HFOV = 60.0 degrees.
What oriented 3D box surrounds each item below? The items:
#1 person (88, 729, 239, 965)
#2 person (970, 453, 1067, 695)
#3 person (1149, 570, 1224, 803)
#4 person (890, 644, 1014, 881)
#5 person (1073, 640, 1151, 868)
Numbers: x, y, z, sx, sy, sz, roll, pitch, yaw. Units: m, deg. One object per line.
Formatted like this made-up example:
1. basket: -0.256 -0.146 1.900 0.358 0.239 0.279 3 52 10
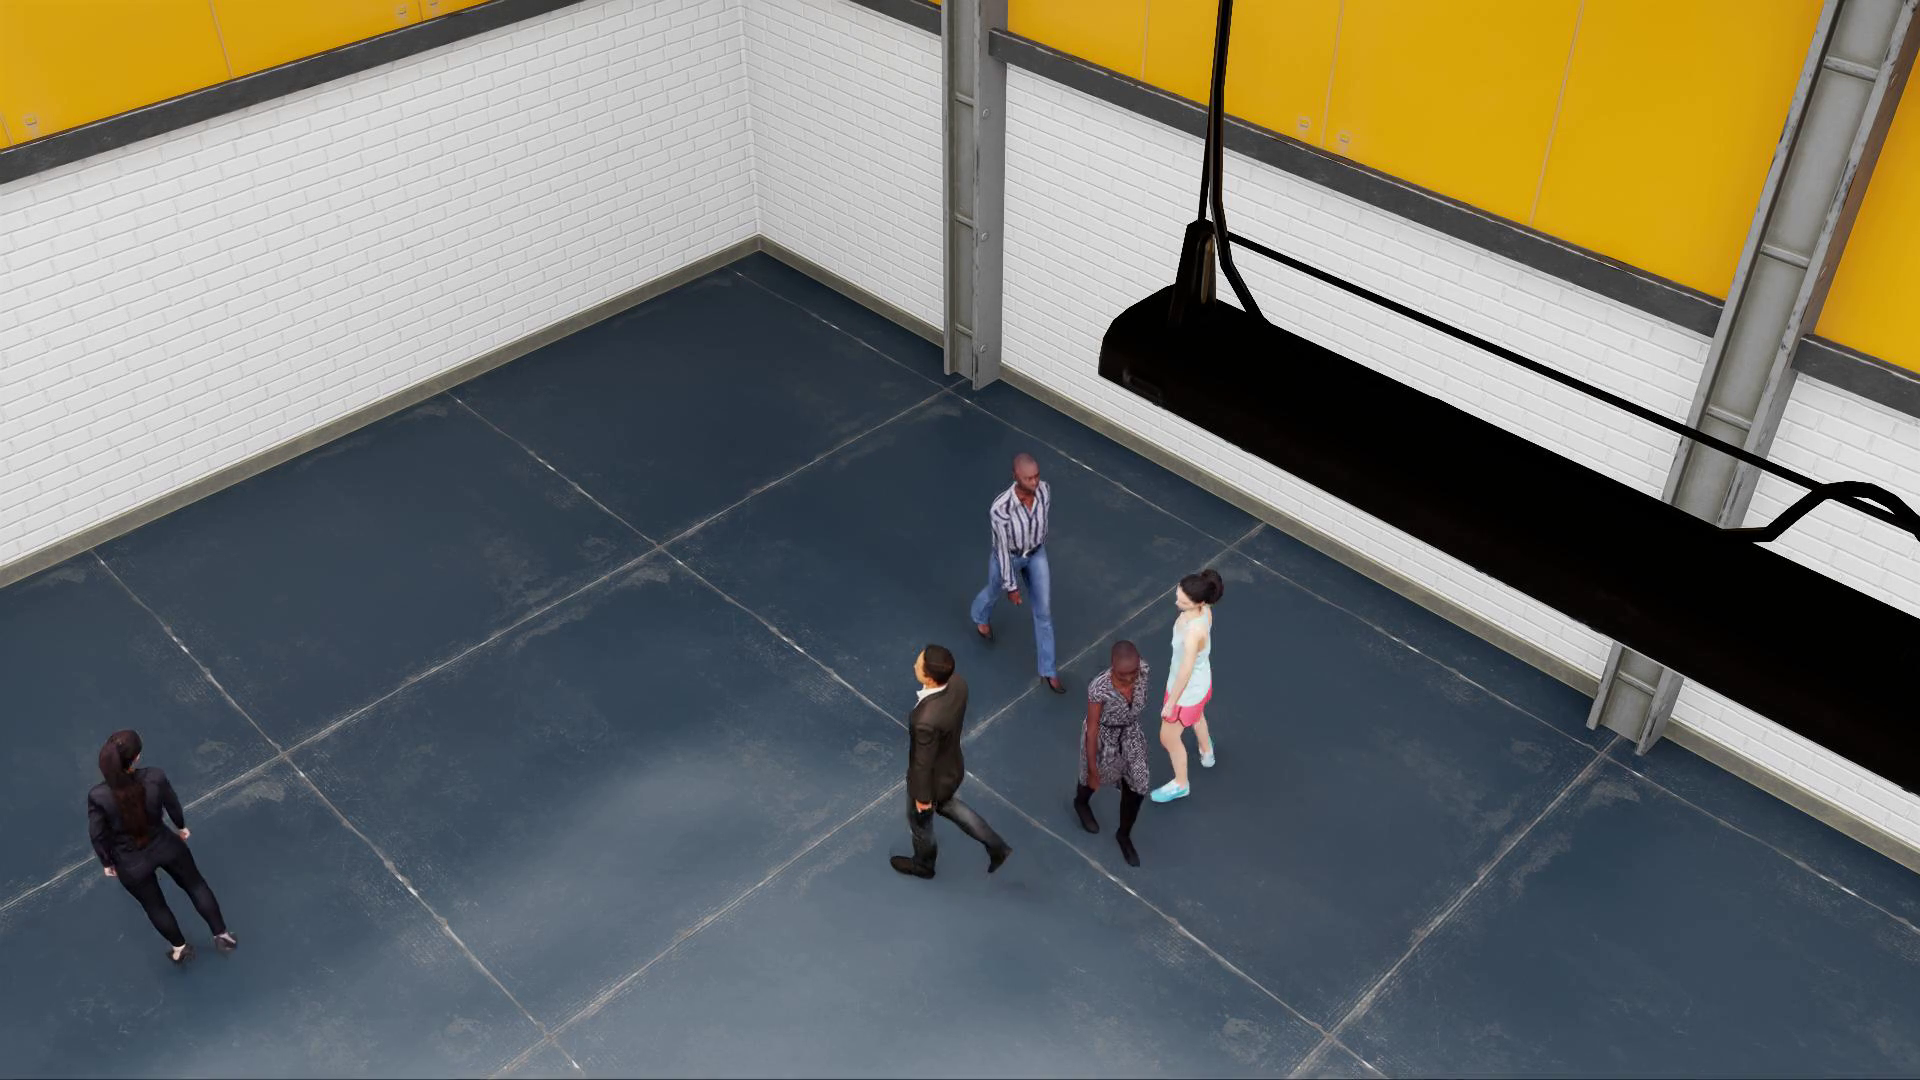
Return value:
1. person: -4.370 1.698 8.922 0.524 1.706 0.607 20 43 23
2. person: 0.302 0.134 10.858 0.798 1.733 1.244 -22 44 -25
3. person: 1.387 0.854 9.944 0.849 1.750 0.909 16 41 19
4. person: -0.049 1.308 9.349 1.089 1.783 0.935 13 40 15
5. person: 0.838 1.138 9.588 0.754 1.750 0.894 -25 45 -28
